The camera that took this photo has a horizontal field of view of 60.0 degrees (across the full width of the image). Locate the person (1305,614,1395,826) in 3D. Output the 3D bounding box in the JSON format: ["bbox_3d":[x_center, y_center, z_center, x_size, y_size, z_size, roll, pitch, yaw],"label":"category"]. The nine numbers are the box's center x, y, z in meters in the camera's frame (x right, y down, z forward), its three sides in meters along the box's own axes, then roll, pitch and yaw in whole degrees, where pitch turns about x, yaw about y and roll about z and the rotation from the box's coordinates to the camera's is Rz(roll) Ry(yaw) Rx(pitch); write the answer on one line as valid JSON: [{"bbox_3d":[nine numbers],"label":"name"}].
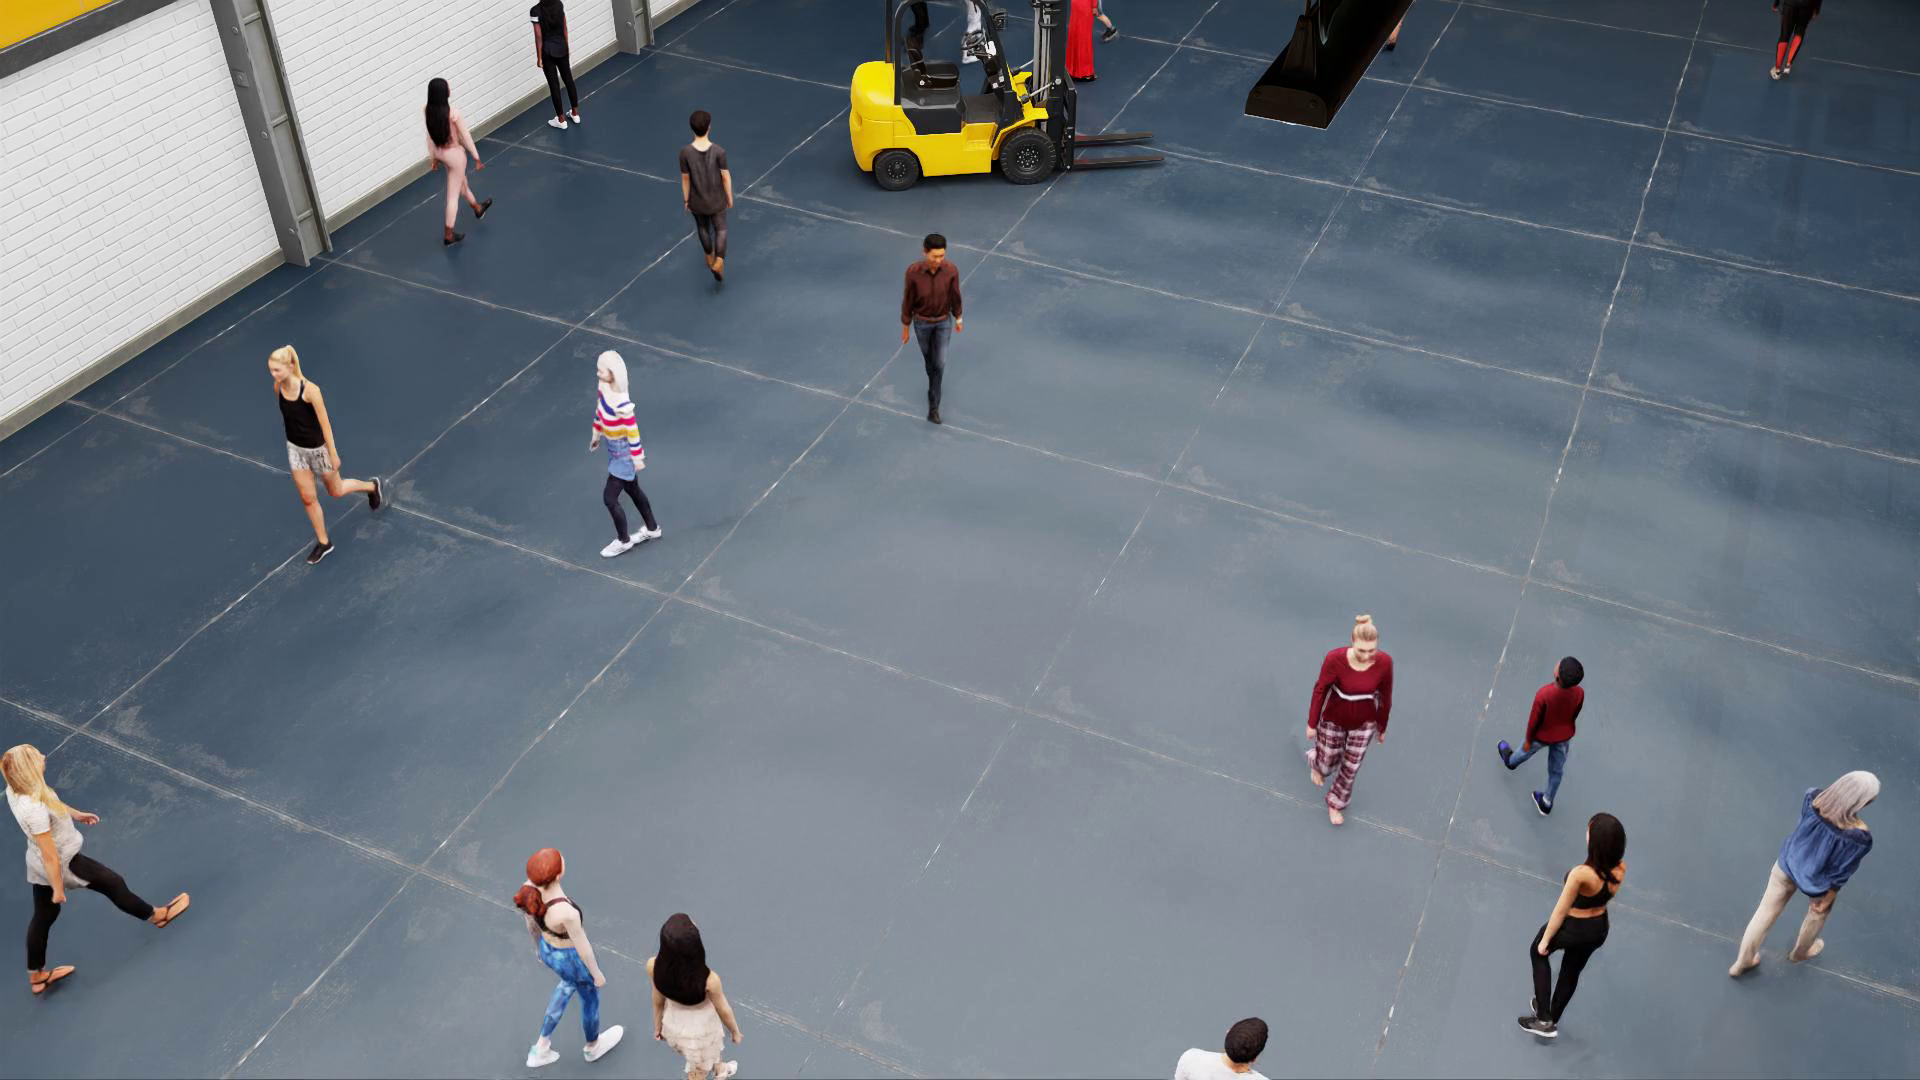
[{"bbox_3d":[2.477,1.094,10.675,0.811,1.691,0.863,-3,39,-4],"label":"person"}]

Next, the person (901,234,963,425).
[{"bbox_3d":[-0.252,-1.922,14.427,1.012,1.722,1.194,-2,39,-2],"label":"person"}]

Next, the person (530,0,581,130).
[{"bbox_3d":[-4.638,-5.570,18.991,0.732,1.728,0.600,30,48,32],"label":"person"}]

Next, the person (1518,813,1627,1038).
[{"bbox_3d":[3.483,2.248,9.285,0.734,1.624,0.794,-11,40,-14],"label":"person"}]

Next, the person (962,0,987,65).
[{"bbox_3d":[0.095,-6.761,20.374,0.828,1.863,0.951,30,47,32],"label":"person"}]

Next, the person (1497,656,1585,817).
[{"bbox_3d":[3.863,1.291,10.798,0.769,1.231,0.905,-4,39,-5],"label":"person"}]

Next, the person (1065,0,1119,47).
[{"bbox_3d":[1.706,-6.902,20.912,1.027,1.412,0.878,-19,42,-22],"label":"person"}]

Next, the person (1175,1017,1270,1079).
[{"bbox_3d":[1.210,3.040,8.151,0.774,1.801,1.190,18,42,21],"label":"person"}]

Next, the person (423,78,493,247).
[{"bbox_3d":[-5.188,-3.776,16.785,0.665,1.676,1.087,17,42,20],"label":"person"}]

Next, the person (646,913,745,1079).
[{"bbox_3d":[-1.429,2.658,8.712,0.604,1.698,1.005,14,41,16],"label":"person"}]

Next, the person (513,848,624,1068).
[{"bbox_3d":[-2.186,2.349,9.044,0.673,1.776,0.861,26,45,29],"label":"person"}]

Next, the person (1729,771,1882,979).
[{"bbox_3d":[4.818,1.979,9.590,1.004,1.672,0.892,-22,44,-26],"label":"person"}]

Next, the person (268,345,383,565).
[{"bbox_3d":[-4.962,-0.751,12.883,0.644,1.820,1.092,14,41,17],"label":"person"}]

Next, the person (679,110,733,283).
[{"bbox_3d":[-2.463,-3.326,16.208,0.886,1.695,1.080,0,39,0],"label":"person"}]

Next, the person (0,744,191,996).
[{"bbox_3d":[-5.284,1.929,9.571,0.794,1.764,1.251,26,45,28],"label":"person"}]

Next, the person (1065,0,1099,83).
[{"bbox_3d":[1.477,-6.415,20.012,0.763,1.784,0.718,-17,42,-20],"label":"person"}]

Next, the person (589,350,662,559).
[{"bbox_3d":[-2.528,-0.705,12.847,0.929,1.791,0.867,-16,41,-19],"label":"person"}]

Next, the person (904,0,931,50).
[{"bbox_3d":[-0.543,-7.088,20.871,1.045,1.753,0.966,-11,40,-13],"label":"person"}]

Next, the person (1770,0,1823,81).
[{"bbox_3d":[10.097,-6.416,19.991,0.705,1.801,0.722,12,40,15],"label":"person"}]
